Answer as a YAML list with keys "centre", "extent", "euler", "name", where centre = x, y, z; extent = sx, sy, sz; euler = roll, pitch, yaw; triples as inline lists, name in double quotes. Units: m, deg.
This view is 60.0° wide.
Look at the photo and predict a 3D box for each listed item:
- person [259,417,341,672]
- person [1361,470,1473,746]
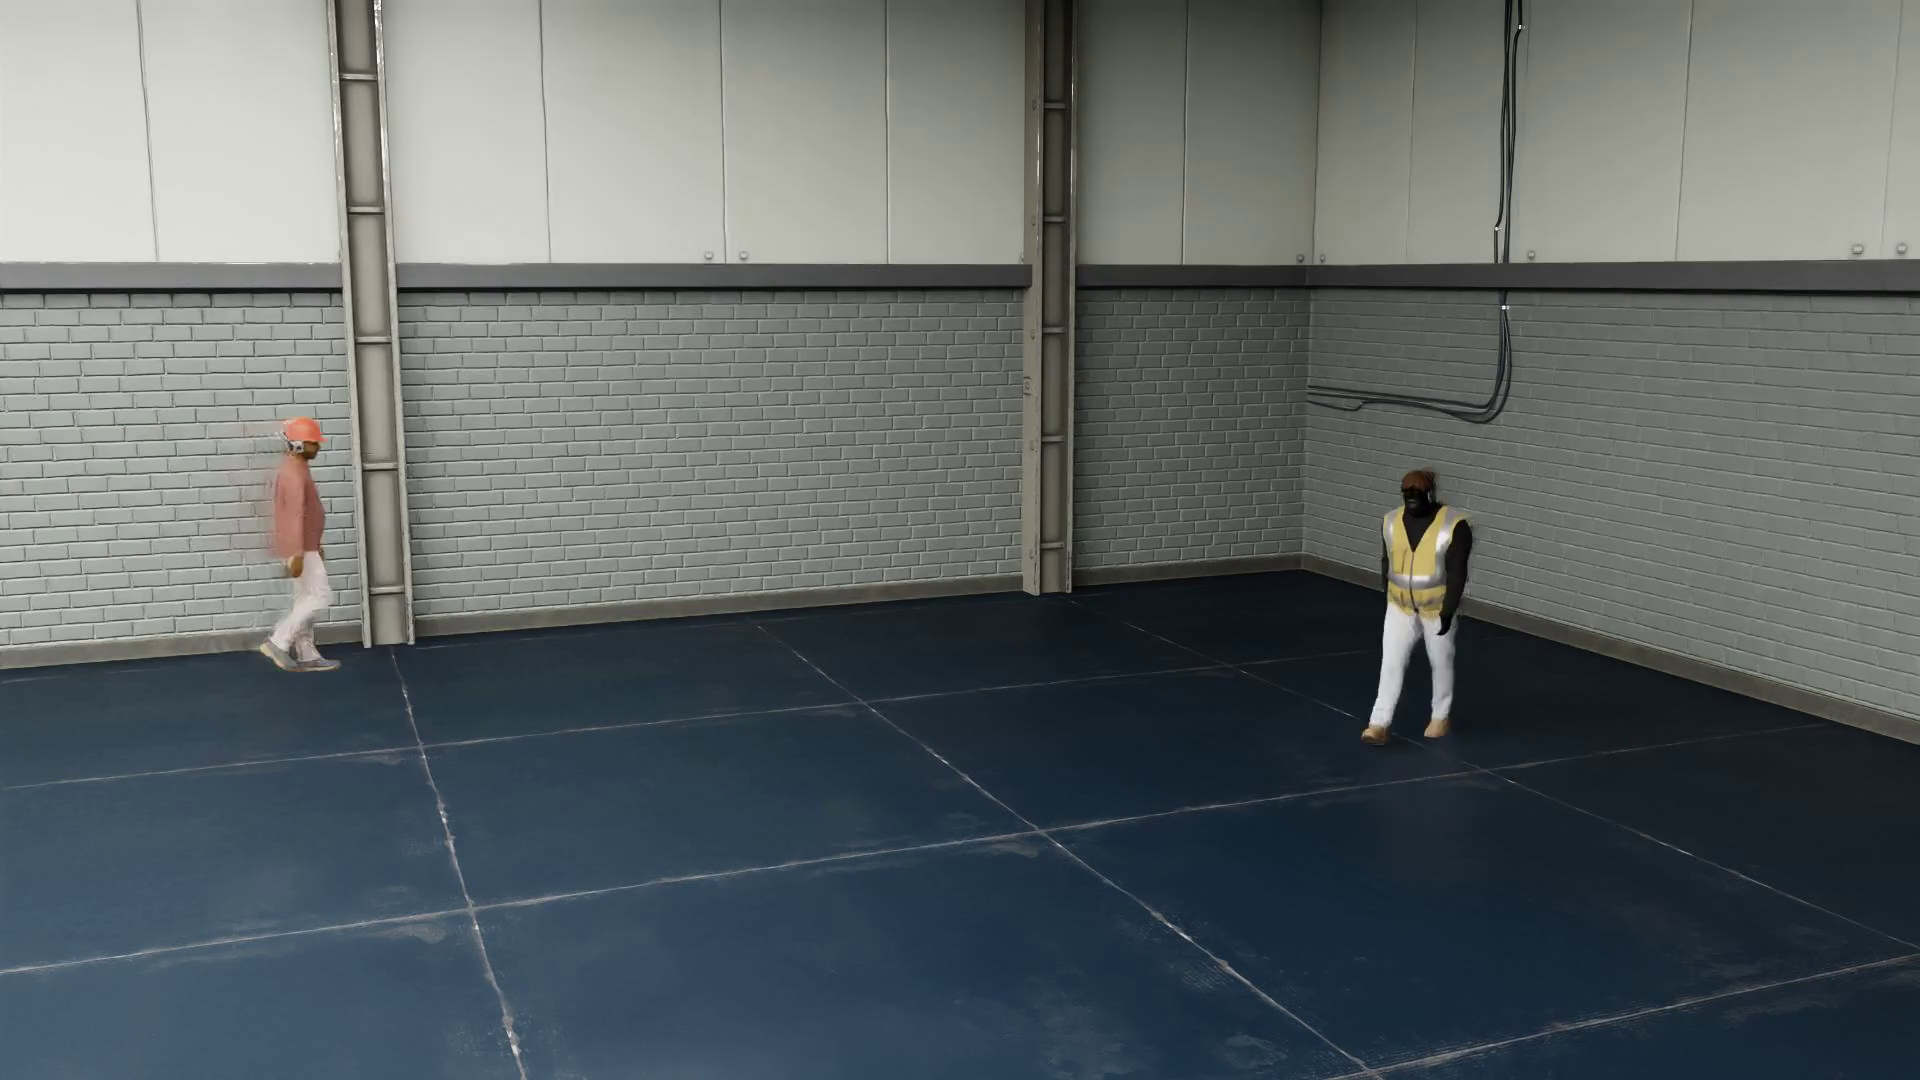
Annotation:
- centre: [-5.012, 0.052, 12.616]
  extent: [0.508, 1.971, 0.614]
  euler: [-5, 10, -27]
  name: "person"
- centre: [2.939, 0.446, 10.696]
  extent: [0.626, 1.787, 0.959]
  euler: [6, 11, 35]
  name: "person"
